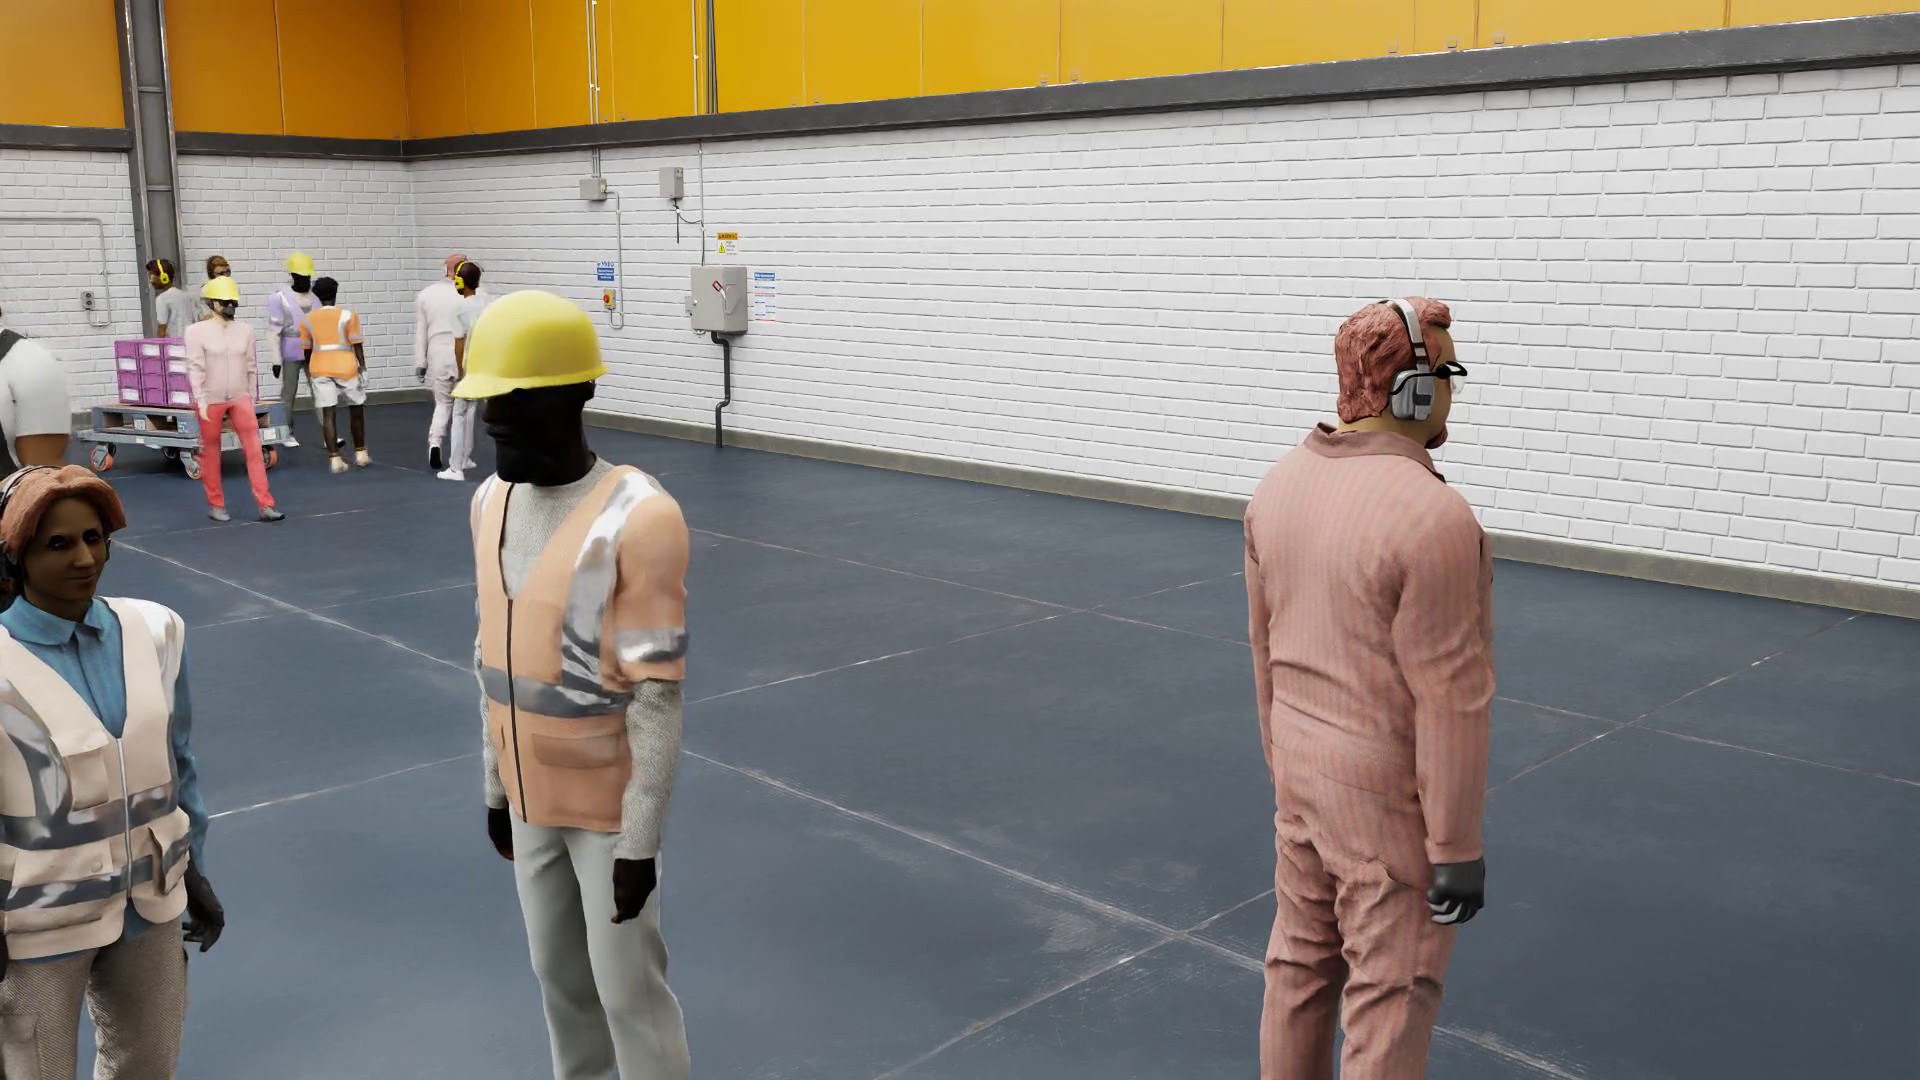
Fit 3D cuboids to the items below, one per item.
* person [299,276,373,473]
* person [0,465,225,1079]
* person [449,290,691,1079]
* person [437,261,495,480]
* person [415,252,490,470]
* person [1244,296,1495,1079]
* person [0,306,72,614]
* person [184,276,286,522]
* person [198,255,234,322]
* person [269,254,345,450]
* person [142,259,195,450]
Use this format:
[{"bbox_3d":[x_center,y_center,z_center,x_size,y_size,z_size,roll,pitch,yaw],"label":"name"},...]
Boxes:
[{"bbox_3d":[-5.360,-1.431,14.344,0.577,1.662,0.653,0,10,-2],"label":"person"},{"bbox_3d":[-1.545,0.679,2.936,0.306,1.640,0.523,5,11,25],"label":"person"},{"bbox_3d":[-0.755,0.485,3.231,0.590,1.922,0.392,9,13,39],"label":"person"},{"bbox_3d":[-3.914,-1.353,13.560,0.976,1.817,0.520,9,14,39],"label":"person"},{"bbox_3d":[-4.323,-1.514,14.268,0.660,1.880,0.490,1,10,5],"label":"person"},{"bbox_3d":[0.817,0.490,3.241,0.408,1.909,0.638,-4,11,-22],"label":"person"},{"bbox_3d":[-3.439,-0.046,5.794,0.692,2.000,0.542,0,10,-1],"label":"person"},{"bbox_3d":[-5.092,-0.957,11.615,0.815,1.734,0.525,10,14,44],"label":"person"},{"bbox_3d":[-7.269,-1.867,16.315,0.384,1.821,0.639,-1,10,-5],"label":"person"},{"bbox_3d":[-6.222,-1.766,15.711,0.958,1.846,0.608,10,14,42],"label":"person"},{"bbox_3d":[-7.324,-1.723,15.605,1.009,1.804,0.572,0,10,-1],"label":"person"}]
